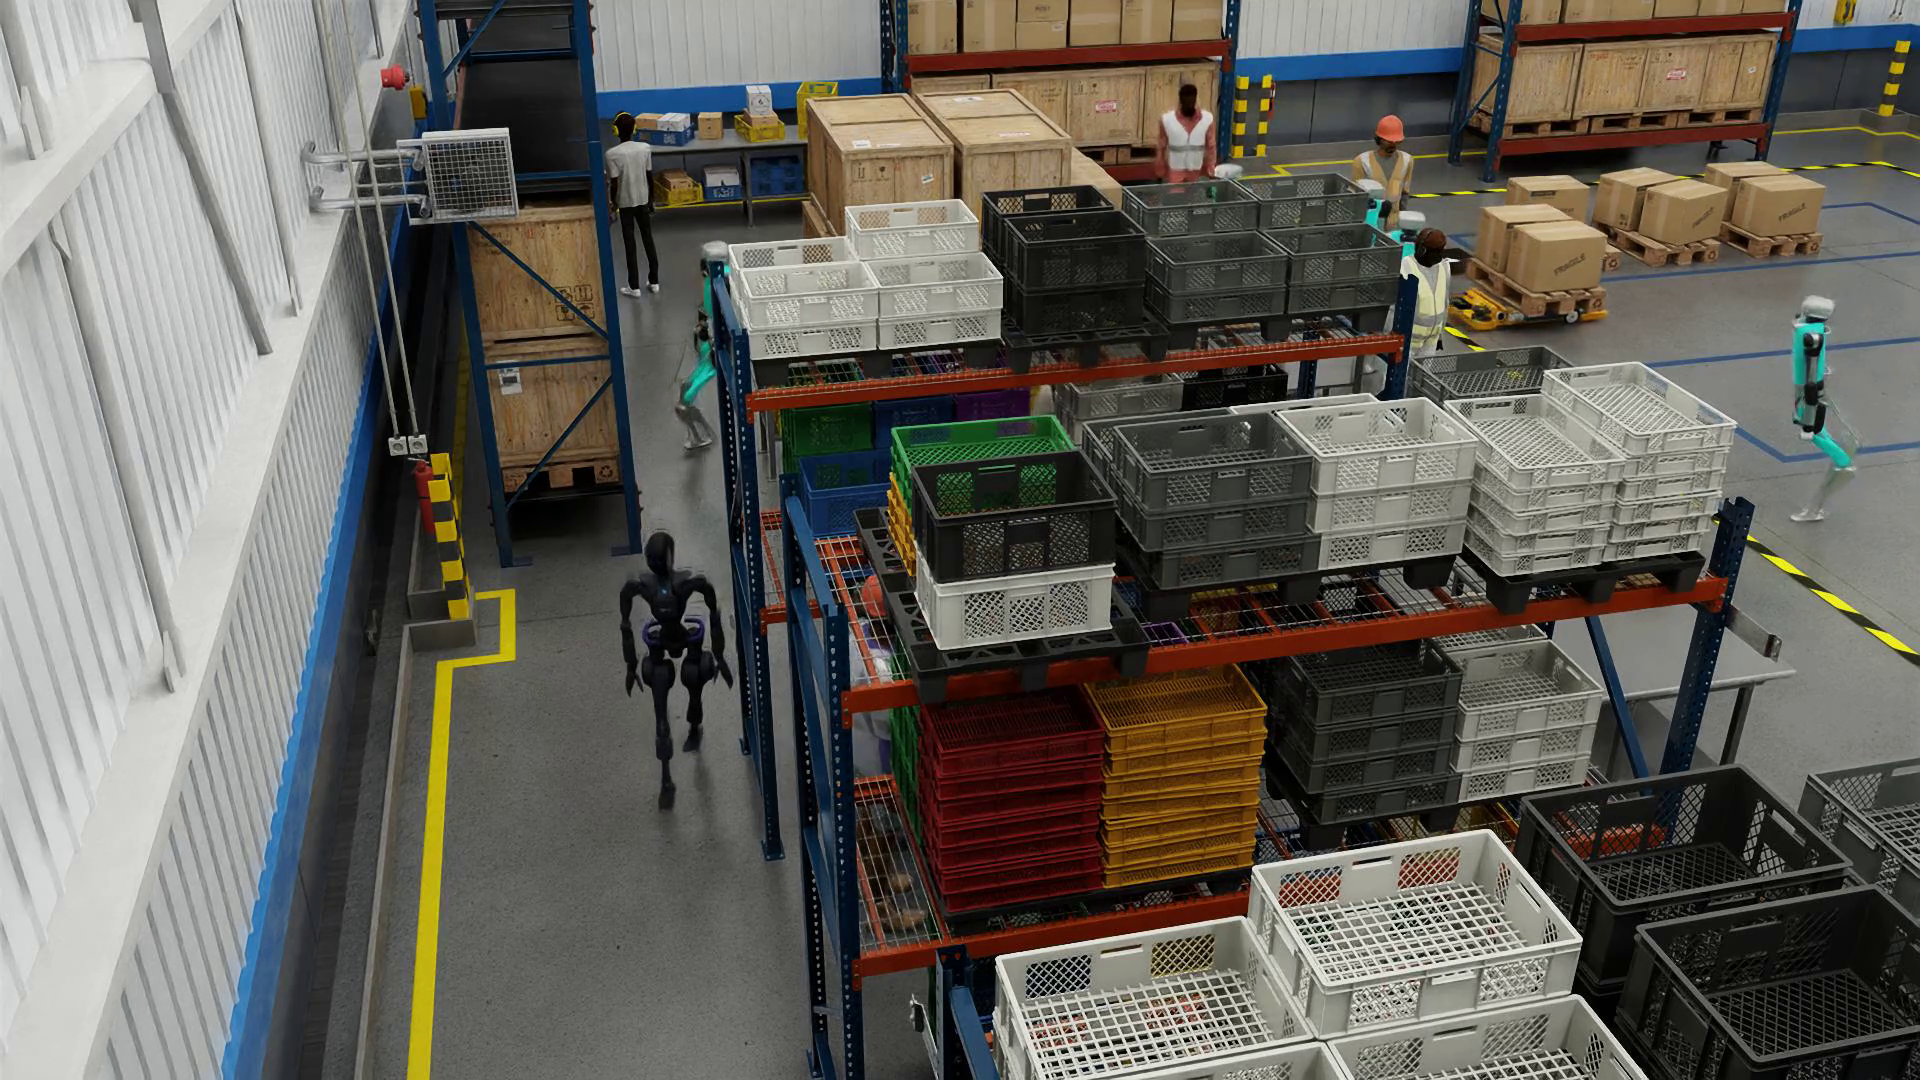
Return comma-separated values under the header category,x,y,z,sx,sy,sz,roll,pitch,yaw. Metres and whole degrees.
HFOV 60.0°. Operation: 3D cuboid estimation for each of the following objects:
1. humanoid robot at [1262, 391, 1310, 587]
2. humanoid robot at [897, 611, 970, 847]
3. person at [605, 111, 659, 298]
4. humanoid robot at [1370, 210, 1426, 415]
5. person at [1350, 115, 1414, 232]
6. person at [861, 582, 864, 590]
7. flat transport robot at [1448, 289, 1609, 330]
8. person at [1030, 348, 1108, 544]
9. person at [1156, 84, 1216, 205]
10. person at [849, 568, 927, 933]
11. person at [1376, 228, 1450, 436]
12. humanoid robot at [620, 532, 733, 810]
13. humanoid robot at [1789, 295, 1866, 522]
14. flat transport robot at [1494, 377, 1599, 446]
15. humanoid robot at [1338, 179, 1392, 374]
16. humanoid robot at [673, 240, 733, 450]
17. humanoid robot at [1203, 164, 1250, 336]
category,x,y,z,sx,sy,sz,roll,pitch,yaw
humanoid robot,2.061,-0.205,10.931,0.385,1.647,0.615,-14,31,-24
humanoid robot,-0.037,0.993,8.715,0.673,1.648,0.615,-1,28,-3
person,-3.300,-3.368,16.718,0.516,1.873,0.328,-19,33,-32
humanoid robot,3.705,-1.792,13.902,0.549,1.822,0.701,-1,28,-1
person,4.005,-3.043,15.920,0.613,2.041,0.375,-5,28,-10
person,-0.623,-0.237,10.890,0.327,1.765,0.532,-16,32,-28
flat transport robot,5.606,-2.337,16.450,1.431,0.197,0.652,-6,28,-12
person,0.700,-0.500,11.335,0.660,1.829,0.393,-5,28,-9
person,2.419,-3.956,17.844,0.592,1.856,1.011,-4,28,-8
person,-0.351,1.039,8.185,0.395,2.039,0.607,-7,29,-13
person,3.687,-1.641,13.487,0.629,1.835,0.429,-14,31,-24
humanoid robot,-1.596,0.652,9.370,0.610,1.626,0.796,-3,28,-6
humanoid robot,6.377,-0.893,12.198,0.809,1.793,0.535,8,29,15
flat transport robot,4.780,-1.036,14.013,0.659,0.231,1.431,-6,28,-12
humanoid robot,3.658,-2.271,14.831,0.539,1.775,1.038,-9,29,-16
humanoid robot,-2.106,-1.472,13.285,0.752,1.787,0.552,-16,32,-28
humanoid robot,2.677,-2.723,15.612,1.016,1.702,0.532,-21,34,-34
